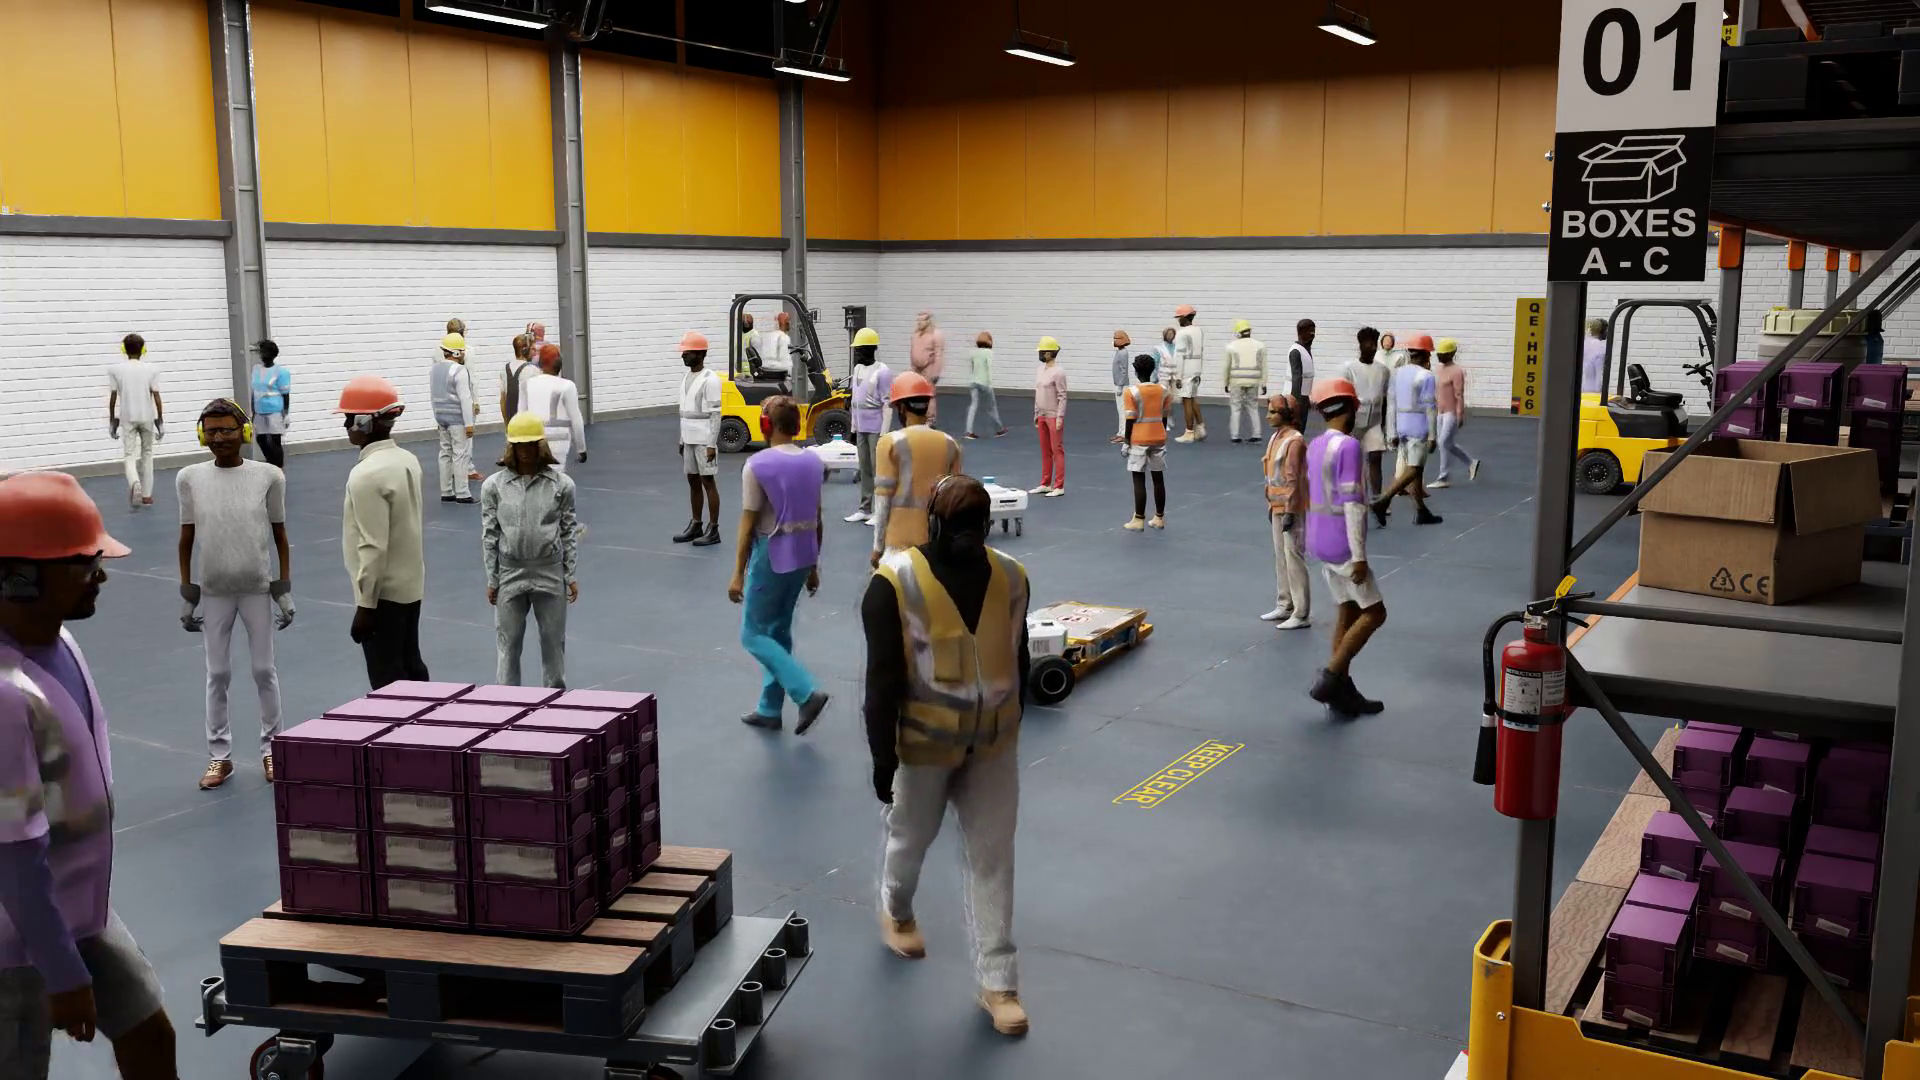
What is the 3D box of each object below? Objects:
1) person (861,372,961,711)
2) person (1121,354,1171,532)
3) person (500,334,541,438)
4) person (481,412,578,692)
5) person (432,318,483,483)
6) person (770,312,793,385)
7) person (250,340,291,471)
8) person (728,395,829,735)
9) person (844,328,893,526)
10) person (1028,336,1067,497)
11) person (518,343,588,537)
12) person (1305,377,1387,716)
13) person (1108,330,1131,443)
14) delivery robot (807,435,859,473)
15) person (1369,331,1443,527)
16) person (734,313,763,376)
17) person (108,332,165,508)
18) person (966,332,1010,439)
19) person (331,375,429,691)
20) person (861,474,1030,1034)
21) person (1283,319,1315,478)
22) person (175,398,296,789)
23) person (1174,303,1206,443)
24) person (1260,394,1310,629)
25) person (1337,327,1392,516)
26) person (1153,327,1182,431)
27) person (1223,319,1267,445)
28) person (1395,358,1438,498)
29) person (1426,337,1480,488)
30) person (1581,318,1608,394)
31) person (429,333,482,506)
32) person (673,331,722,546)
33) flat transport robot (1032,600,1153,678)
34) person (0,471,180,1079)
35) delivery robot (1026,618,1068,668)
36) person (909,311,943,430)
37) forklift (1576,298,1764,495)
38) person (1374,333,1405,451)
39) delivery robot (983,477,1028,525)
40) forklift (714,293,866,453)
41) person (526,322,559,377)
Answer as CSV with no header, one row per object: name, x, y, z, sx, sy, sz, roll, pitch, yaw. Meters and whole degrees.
person,-0.272,0.016,9.402,0.777,1.897,0.571,-7,12,-38
person,1.770,-0.924,15.871,0.532,1.692,0.322,-5,11,-30
person,-4.444,-1.174,16.977,0.516,1.838,0.333,4,10,24
person,-2.237,0.200,8.697,0.487,1.744,0.312,-3,9,-15
person,-5.915,-1.637,19.591,0.651,1.938,0.429,5,10,27
person,-2.724,-2.508,25.195,0.492,1.870,0.600,-5,10,-27
person,-8.098,-1.509,19.589,0.571,1.685,0.440,3,10,20
person,-0.942,0.150,8.780,0.629,1.818,0.601,6,11,35
person,-0.887,-1.104,16.264,0.379,1.928,0.585,-7,11,-36
person,0.978,-1.358,18.350,0.321,1.769,0.523,-5,10,-29
person,-3.557,-0.806,14.672,0.570,1.834,0.948,4,10,24
person,2.150,0.050,9.217,0.419,1.885,0.589,0,9,-2
person,2.329,-2.231,24.214,0.285,1.633,0.499,0,9,-1
delivery robot,-1.437,-0.997,19.575,0.707,0.478,0.477,-1,9,-3
person,4.344,-1.063,16.092,0.882,1.909,0.554,-4,10,-23
person,-3.288,-2.592,25.830,0.430,1.841,0.624,-5,10,-28
person,-8.623,-1.244,17.410,0.530,1.842,0.721,-4,10,-25
person,0.385,-2.305,24.799,0.846,1.578,0.554,-9,13,-43
person,-2.664,0.237,7.681,0.392,1.992,0.623,0,9,1
person,-0.047,0.661,5.674,0.629,1.806,0.957,-4,10,-22
person,4.105,-1.710,20.084,0.392,1.917,0.592,3,10,21
person,-3.468,0.254,7.969,0.526,1.871,0.324,-3,10,-18
person,3.293,-2.419,24.178,0.425,2.033,0.627,7,11,37
person,2.268,-0.202,11.576,0.319,1.631,0.512,-1,9,-8
person,4.139,-1.227,17.087,0.618,1.915,0.991,-2,9,-13
person,3.259,-2.509,25.943,0.532,1.633,0.386,-2,9,-15
person,4.087,-2.246,23.819,0.614,1.804,0.418,-1,9,-5
person,4.996,-1.269,18.242,0.494,1.624,0.280,8,12,41
person,5.685,-1.462,19.061,0.644,1.739,0.559,-2,9,-12
person,8.122,-1.874,21.193,1.014,1.884,0.635,-3,10,-17
person,-5.341,-1.273,17.615,0.599,1.830,0.403,7,12,38
person,-2.379,-0.915,15.050,0.360,1.939,0.543,-8,12,-42
flat transport robot,0.700,0.615,10.687,0.652,0.197,1.431,4,10,26
person,-1.930,0.848,3.812,0.925,2.009,0.636,-2,9,-12
delivery robot,0.250,0.597,9.611,0.707,0.478,0.477,-2,9,-13
person,-0.562,-2.630,25.965,0.674,1.874,0.549,7,11,37
forklift,7.954,-1.589,18.462,2.313,2.155,1.214,5,11,30
person,5.902,-2.054,23.083,0.514,1.642,0.310,2,9,10
delivery robot,0.271,-0.345,15.507,0.707,0.478,0.477,-4,10,-25
forklift,-2.458,-2.344,23.176,2.313,2.155,1.214,0,9,-2
person,-4.932,-1.611,19.569,0.414,1.894,0.658,2,9,13
